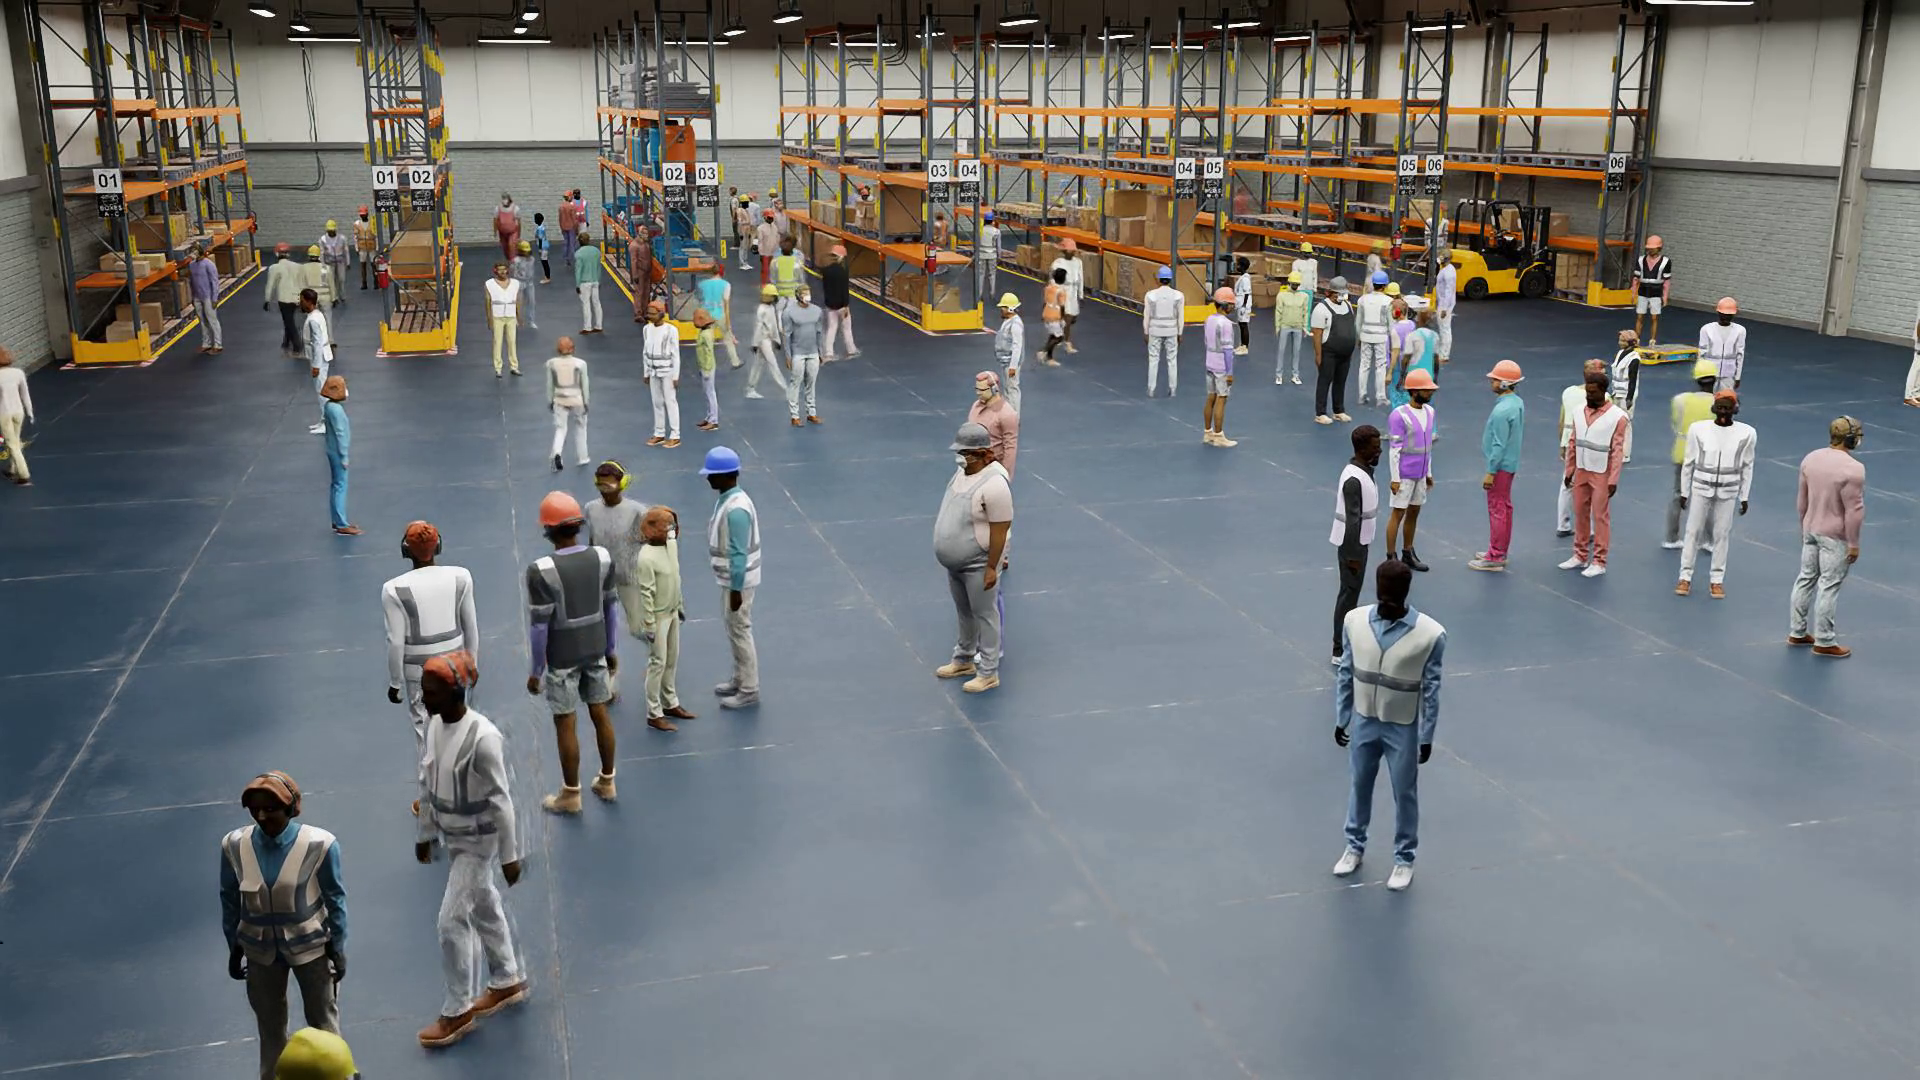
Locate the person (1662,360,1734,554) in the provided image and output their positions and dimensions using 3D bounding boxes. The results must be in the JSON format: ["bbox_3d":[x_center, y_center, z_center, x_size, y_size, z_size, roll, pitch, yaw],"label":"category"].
[{"bbox_3d":[7.223,-0.810,16.251,0.577,1.900,0.505,10,18,33],"label":"person"}]

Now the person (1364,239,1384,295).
[{"bbox_3d":[7.985,-4.941,32.118,0.323,1.740,0.495,-2,15,-8],"label":"person"}]

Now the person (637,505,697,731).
[{"bbox_3d":[-2.083,0.542,11.699,0.294,1.623,0.507,4,15,15],"label":"person"}]

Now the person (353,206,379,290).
[{"bbox_3d":[-13.814,-6.794,38.785,0.565,1.949,0.525,-3,15,-12],"label":"person"}]

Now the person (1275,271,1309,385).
[{"bbox_3d":[5.155,-3.299,25.874,0.525,1.771,0.305,-1,15,-5],"label":"person"}]

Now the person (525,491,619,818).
[{"bbox_3d":[-2.410,0.699,10.323,0.412,2.036,0.629,14,20,43],"label":"person"}]

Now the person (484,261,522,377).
[{"bbox_3d":[-7.306,-3.543,26.643,0.565,1.846,0.390,-10,18,-33],"label":"person"}]

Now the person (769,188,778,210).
[{"bbox_3d":[-5.601,-9.714,50.083,0.319,1.737,0.485,0,15,-1],"label":"person"}]

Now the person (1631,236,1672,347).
[{"bbox_3d":[12.072,-4.299,29.113,0.614,2.039,0.394,11,18,35],"label":"person"}]

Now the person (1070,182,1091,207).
[{"bbox_3d":[3.566,-9.719,49.760,0.719,1.918,0.491,3,15,13],"label":"person"}]

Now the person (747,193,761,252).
[{"bbox_3d":[-6.049,-9.191,48.153,0.611,1.729,0.436,4,15,15],"label":"person"}]

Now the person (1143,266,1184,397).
[{"bbox_3d":[3.030,-3.096,24.794,0.602,1.938,0.418,0,15,1],"label":"person"}]

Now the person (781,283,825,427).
[{"bbox_3d":[-2.118,-2.517,22.603,0.629,1.940,0.372,-11,18,-36],"label":"person"}]

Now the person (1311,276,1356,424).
[{"bbox_3d":[5.138,-2.608,22.750,0.687,2.000,0.535,-10,18,-33],"label":"person"}]

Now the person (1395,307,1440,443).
[{"bbox_3d":[5.795,-2.017,20.988,0.558,1.811,0.415,-9,17,-31],"label":"person"}]

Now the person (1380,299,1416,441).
[{"bbox_3d":[5.712,-2.205,21.603,0.388,1.848,0.563,11,18,35],"label":"person"}]

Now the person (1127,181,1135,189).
[{"bbox_3d":[5.600,-10.966,54.540,0.313,1.864,0.534,3,15,11],"label":"person"}]

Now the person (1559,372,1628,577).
[{"bbox_3d":[5.922,-0.625,15.554,0.411,1.907,0.600,-8,17,-28],"label":"person"}]

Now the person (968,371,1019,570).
[{"bbox_3d":[0.257,-0.645,15.631,0.410,1.904,0.639,-11,18,-36],"label":"person"}]

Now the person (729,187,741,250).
[{"bbox_3d":[-6.615,-9.470,48.966,0.348,1.839,0.504,2,15,7],"label":"person"}]

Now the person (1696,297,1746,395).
[{"bbox_3d":[9.650,-2.122,21.139,0.544,1.930,0.388,4,15,15],"label":"person"}]

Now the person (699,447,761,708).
[{"bbox_3d":[-1.660,0.267,12.138,0.422,1.934,0.621,-4,15,-15],"label":"person"}]

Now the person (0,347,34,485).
[{"bbox_3d":[-11.030,-1.441,19.218,0.779,1.590,0.518,7,17,26],"label":"person"}]

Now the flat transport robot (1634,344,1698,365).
[{"bbox_3d":[11.953,-3.159,28.214,1.431,0.197,0.652,-7,16,-24],"label":"flat transport robot"}]

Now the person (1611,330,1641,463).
[{"bbox_3d":[8.120,-1.754,20.330,0.312,1.633,0.516,0,15,0],"label":"person"}]

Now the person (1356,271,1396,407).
[{"bbox_3d":[6.010,-2.904,24.039,0.604,1.949,0.389,12,19,39],"label":"person"}]

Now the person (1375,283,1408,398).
[{"bbox_3d":[6.363,-2.940,24.601,0.491,1.730,0.324,1,15,3],"label":"person"}]

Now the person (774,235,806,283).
[{"bbox_3d":[-3.245,-4.933,31.913,0.649,1.823,0.447,5,16,18],"label":"person"}]

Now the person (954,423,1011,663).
[{"bbox_3d":[0.176,0.005,13.180,0.408,1.909,0.592,-9,18,-32],"label":"person"}]

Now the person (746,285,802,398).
[{"bbox_3d":[-2.778,-2.915,24.554,0.933,1.685,0.501,3,15,13],"label":"person"}]

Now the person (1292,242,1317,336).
[{"bbox_3d":[6.443,-4.688,31.120,0.528,1.760,0.333,-5,16,-19],"label":"person"}]

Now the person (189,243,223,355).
[{"bbox_3d":[-13.132,-4.192,28.907,0.635,1.937,0.353,8,17,27],"label":"person"}]

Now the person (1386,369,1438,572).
[{"bbox_3d":[4.219,-0.636,15.518,0.547,1.942,0.345,-10,18,-34],"label":"person"}]

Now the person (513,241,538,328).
[{"bbox_3d":[-8.546,-4.998,32.419,0.495,1.700,0.733,-14,20,-42],"label":"person"}]

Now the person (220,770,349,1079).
[{"bbox_3d":[-2.865,1.756,7.096,0.514,1.642,0.310,-1,15,-3],"label":"person"}]

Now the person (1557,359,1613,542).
[{"bbox_3d":[6.242,-0.897,16.697,0.391,1.839,0.564,-9,17,-30],"label":"person"}]

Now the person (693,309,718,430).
[{"bbox_3d":[-3.420,-2.293,22.346,0.282,1.633,0.498,-4,15,-15],"label":"person"}]

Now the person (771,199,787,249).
[{"bbox_3d":[-4.546,-7.617,41.859,0.408,1.909,0.638,7,17,25],"label":"person"}]

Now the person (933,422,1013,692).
[{"bbox_3d":[0.067,0.119,12.490,0.538,2.000,0.681,-8,17,-28],"label":"person"}]

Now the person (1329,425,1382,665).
[{"bbox_3d":[3.093,0.039,13.024,0.382,1.918,0.597,5,16,17],"label":"person"}]

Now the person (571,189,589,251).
[{"bbox_3d":[-10.925,-9.107,47.609,0.645,1.842,0.432,-8,17,-28],"label":"person"}]
